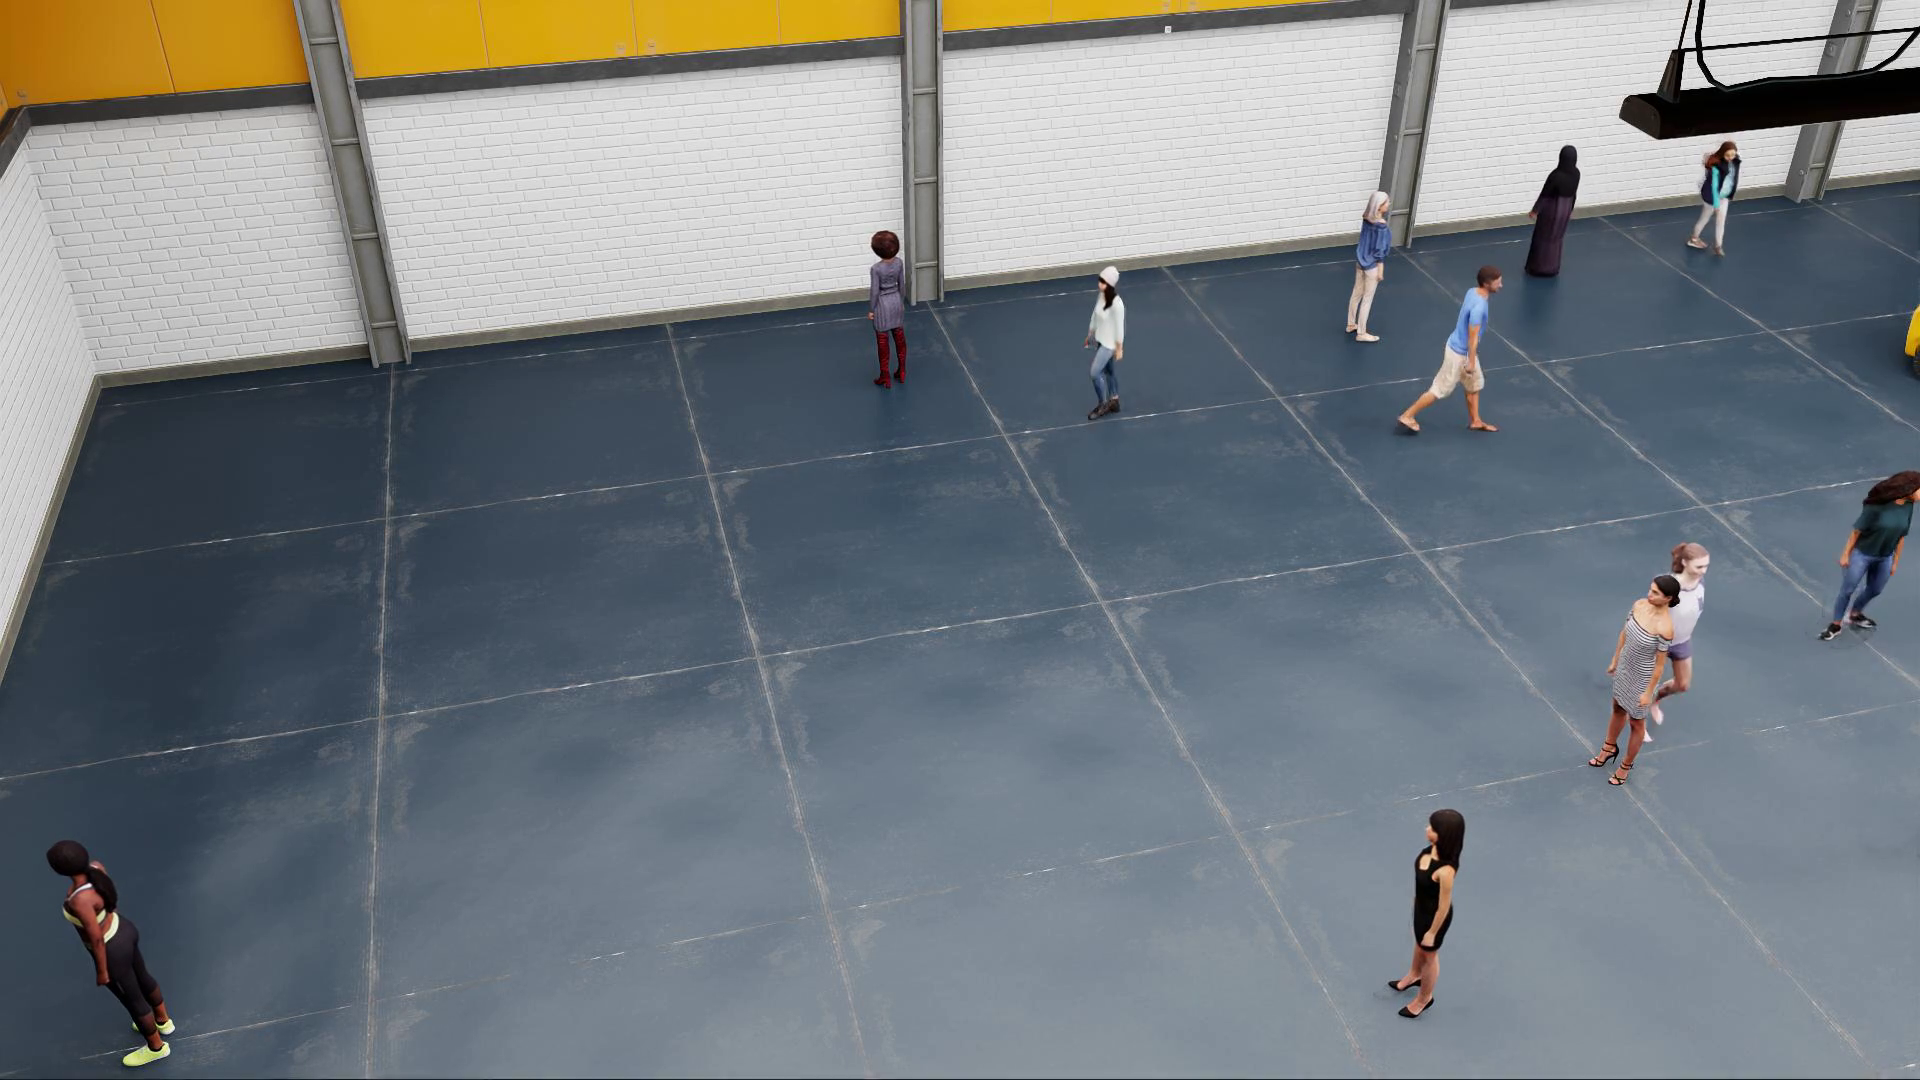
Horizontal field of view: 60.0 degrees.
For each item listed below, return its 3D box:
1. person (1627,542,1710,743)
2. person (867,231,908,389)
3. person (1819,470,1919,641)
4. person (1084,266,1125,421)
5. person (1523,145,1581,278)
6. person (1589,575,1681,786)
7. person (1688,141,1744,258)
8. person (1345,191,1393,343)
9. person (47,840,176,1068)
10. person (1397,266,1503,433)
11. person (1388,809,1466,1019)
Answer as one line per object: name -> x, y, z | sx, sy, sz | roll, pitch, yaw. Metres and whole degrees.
person -> 5.276, 0.717, 12.546 | 0.543, 1.757, 0.620 | -8, 35, -12
person -> -0.744, -2.401, 17.279 | 0.550, 1.712, 0.705 | -21, 39, -28
person -> 7.398, 0.115, 13.594 | 0.614, 1.600, 0.805 | 7, 34, 11
person -> 1.552, -2.010, 16.760 | 0.640, 1.634, 0.601 | -10, 35, -15
person -> 7.000, -3.856, 19.560 | 0.585, 1.609, 0.715 | -12, 35, -17
person -> 4.923, 1.001, 12.060 | 0.507, 1.822, 0.585 | -9, 35, -13
person -> 9.166, -4.189, 20.204 | 0.779, 1.451, 0.738 | -19, 38, -26
person -> 4.473, -3.010, 18.208 | 0.548, 1.697, 0.601 | -8, 34, -12
person -> -5.051, 2.442, 9.953 | 0.537, 1.755, 0.583 | -4, 34, -7
person -> 4.830, -1.854, 16.346 | 1.332, 1.833, 1.075 | 6, 34, 9
person -> 2.916, 2.298, 10.265 | 0.582, 1.650, 0.609 | 2, 34, 3
